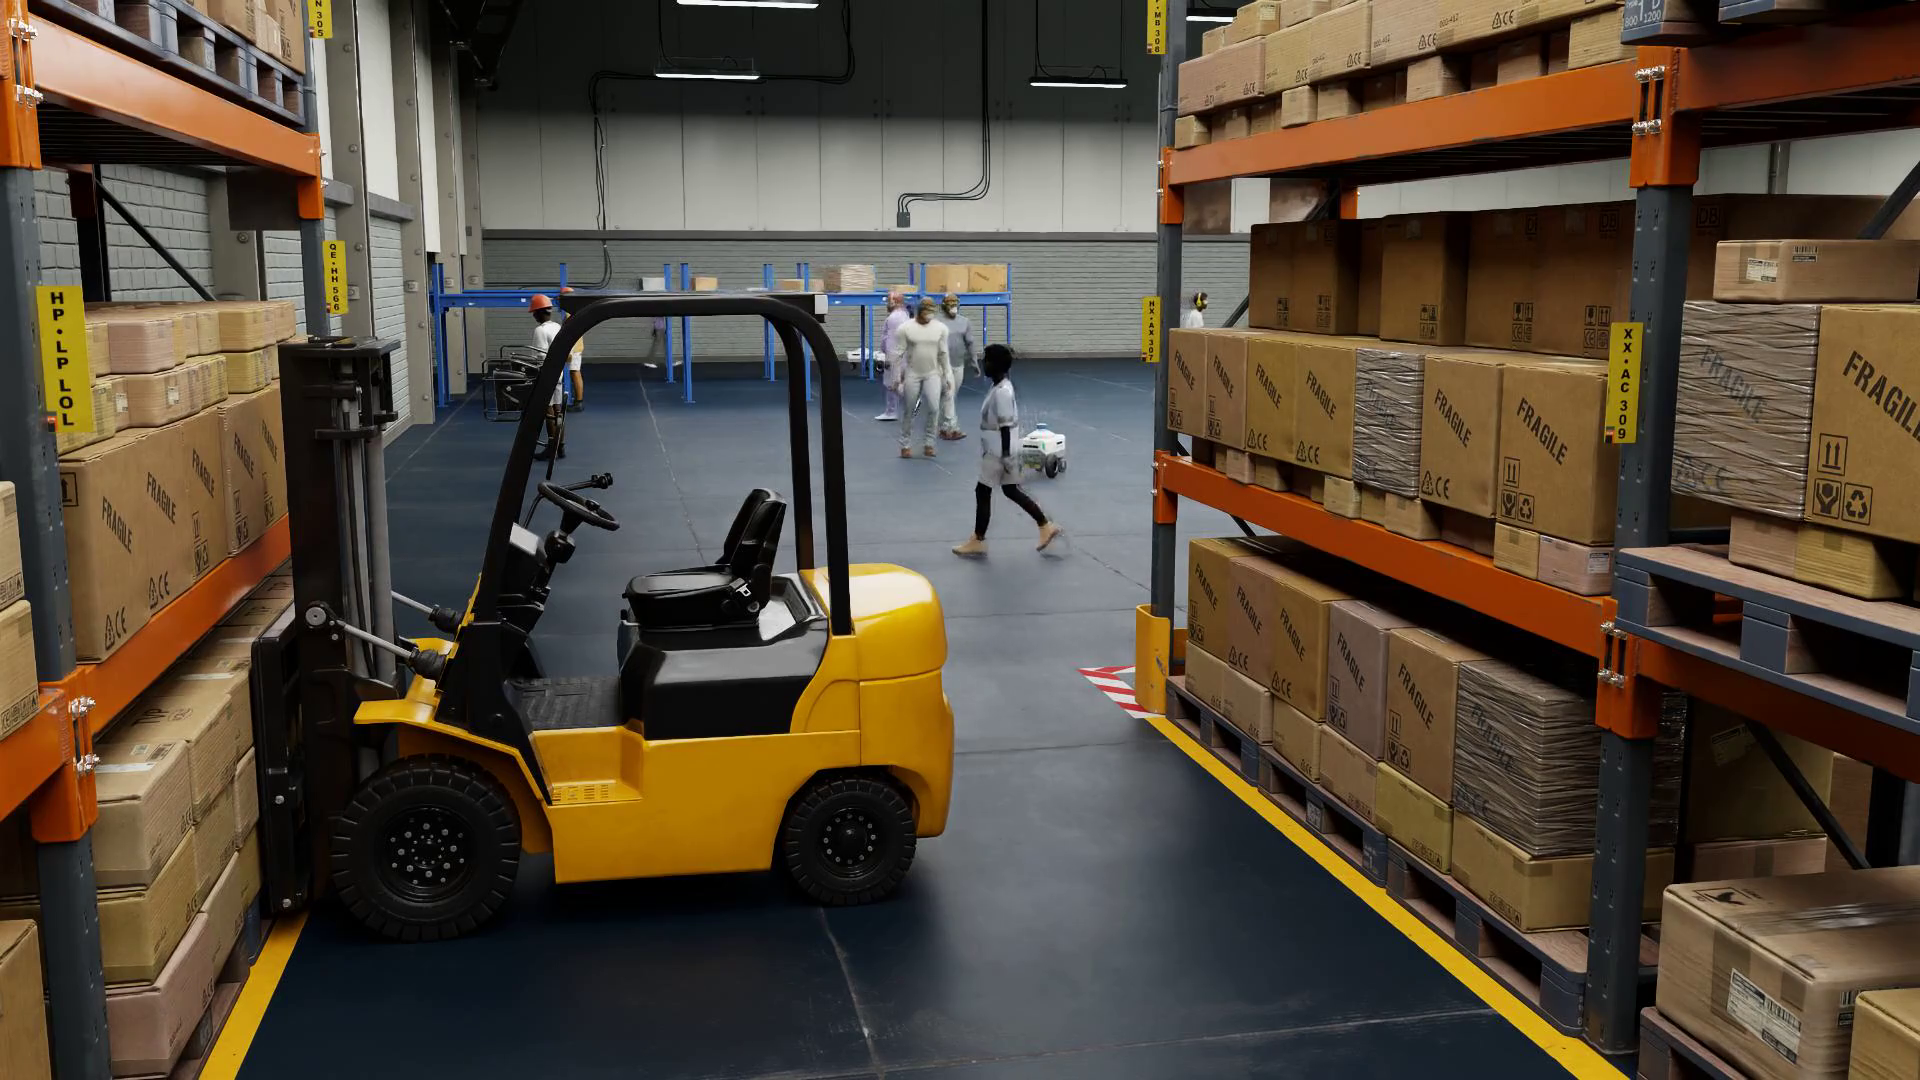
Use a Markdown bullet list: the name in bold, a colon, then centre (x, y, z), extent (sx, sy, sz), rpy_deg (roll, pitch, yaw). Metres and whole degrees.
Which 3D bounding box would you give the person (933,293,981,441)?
- **person**: centre (-0.066, -2.235, 21.579), extent (0.651, 1.893, 0.953), rpy_deg (-6, 11, -31)

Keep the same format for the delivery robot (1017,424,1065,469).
- **delivery robot**: centre (0.888, -1.026, 18.163), extent (0.477, 0.478, 0.707), rpy_deg (4, 10, 22)

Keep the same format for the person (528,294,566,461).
- **person**: centre (-4.857, -1.910, 19.518), extent (0.369, 1.933, 0.543), rpy_deg (2, 9, 11)

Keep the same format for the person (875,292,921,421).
- **person**: centre (-0.919, -2.673, 24.278), extent (0.642, 1.891, 0.662), rpy_deg (2, 9, 9)

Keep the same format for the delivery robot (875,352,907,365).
- **delivery robot**: centre (-1.456, -3.912, 35.743), extent (0.707, 0.478, 0.477), rpy_deg (1, 9, 6)

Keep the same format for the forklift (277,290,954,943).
- **forklift**: centre (-1.179, 0.175, 6.143), extent (2.313, 2.155, 1.214), rpy_deg (-2, 10, -12)

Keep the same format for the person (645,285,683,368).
- **person**: centre (-6.621, -4.779, 37.205), extent (0.982, 1.859, 0.603), rpy_deg (-2, 10, -13)

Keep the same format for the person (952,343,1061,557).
- **person**: centre (0.378, -0.707, 12.986), extent (0.810, 1.670, 0.529), rpy_deg (1, 9, 4)

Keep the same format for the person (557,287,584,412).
- **person**: centre (-6.090, -2.981, 26.032), extent (0.379, 1.938, 0.547), rpy_deg (-1, 9, -4)

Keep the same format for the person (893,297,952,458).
- **person**: centre (-0.445, -1.911, 19.648), extent (0.713, 1.906, 0.673), rpy_deg (-2, 10, -12)

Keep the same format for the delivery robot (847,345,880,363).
- **delivery robot**: centre (-2.129, -4.064, 36.678), extent (0.707, 0.478, 0.477), rpy_deg (2, 10, 12)

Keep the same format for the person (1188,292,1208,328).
- **person**: centre (3.814, -3.169, 27.478), extent (0.727, 1.850, 0.525), rpy_deg (2, 10, 12)
